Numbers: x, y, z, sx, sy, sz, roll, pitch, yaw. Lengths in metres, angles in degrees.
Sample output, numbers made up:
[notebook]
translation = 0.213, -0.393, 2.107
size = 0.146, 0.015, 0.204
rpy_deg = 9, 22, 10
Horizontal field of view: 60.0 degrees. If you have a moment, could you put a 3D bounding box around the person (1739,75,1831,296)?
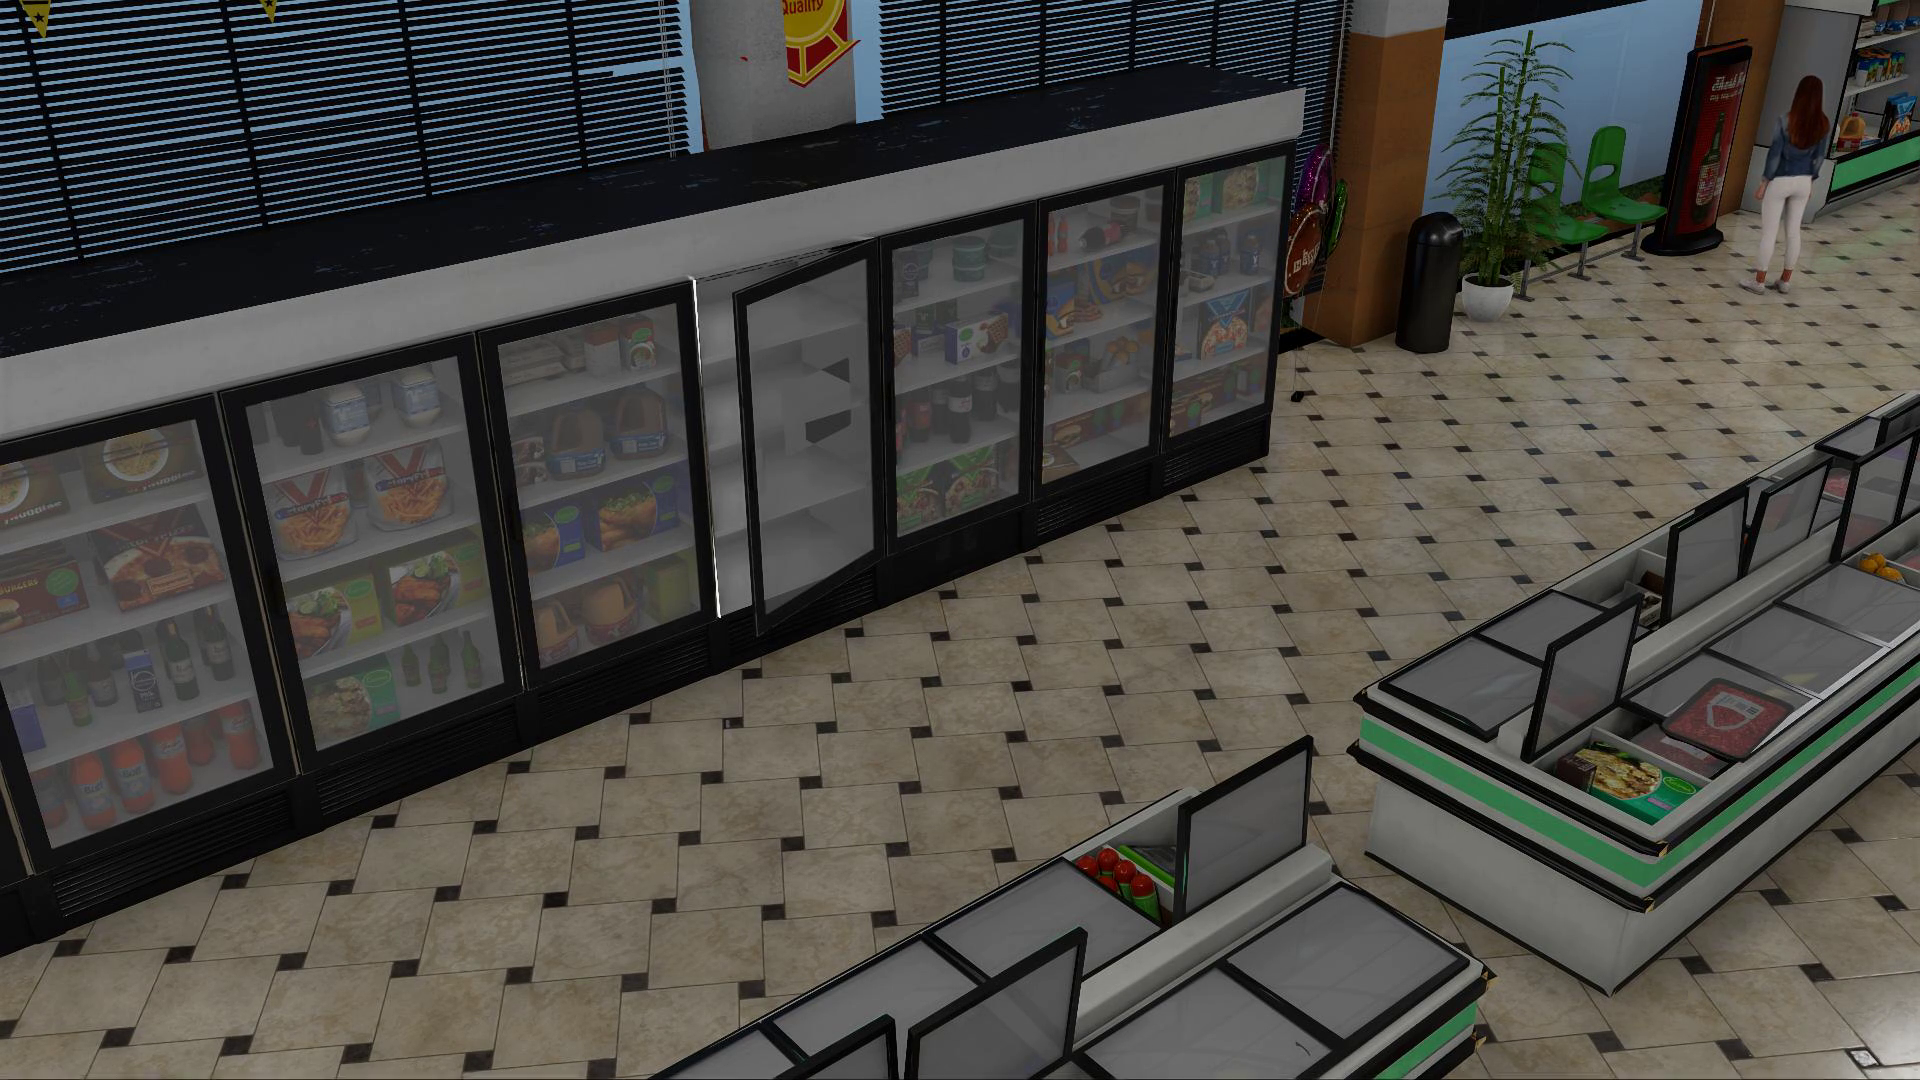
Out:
[person]
translation = 6.509, -2.774, 13.058
size = 0.654, 1.701, 0.748
rpy_deg = -1, 27, -2
